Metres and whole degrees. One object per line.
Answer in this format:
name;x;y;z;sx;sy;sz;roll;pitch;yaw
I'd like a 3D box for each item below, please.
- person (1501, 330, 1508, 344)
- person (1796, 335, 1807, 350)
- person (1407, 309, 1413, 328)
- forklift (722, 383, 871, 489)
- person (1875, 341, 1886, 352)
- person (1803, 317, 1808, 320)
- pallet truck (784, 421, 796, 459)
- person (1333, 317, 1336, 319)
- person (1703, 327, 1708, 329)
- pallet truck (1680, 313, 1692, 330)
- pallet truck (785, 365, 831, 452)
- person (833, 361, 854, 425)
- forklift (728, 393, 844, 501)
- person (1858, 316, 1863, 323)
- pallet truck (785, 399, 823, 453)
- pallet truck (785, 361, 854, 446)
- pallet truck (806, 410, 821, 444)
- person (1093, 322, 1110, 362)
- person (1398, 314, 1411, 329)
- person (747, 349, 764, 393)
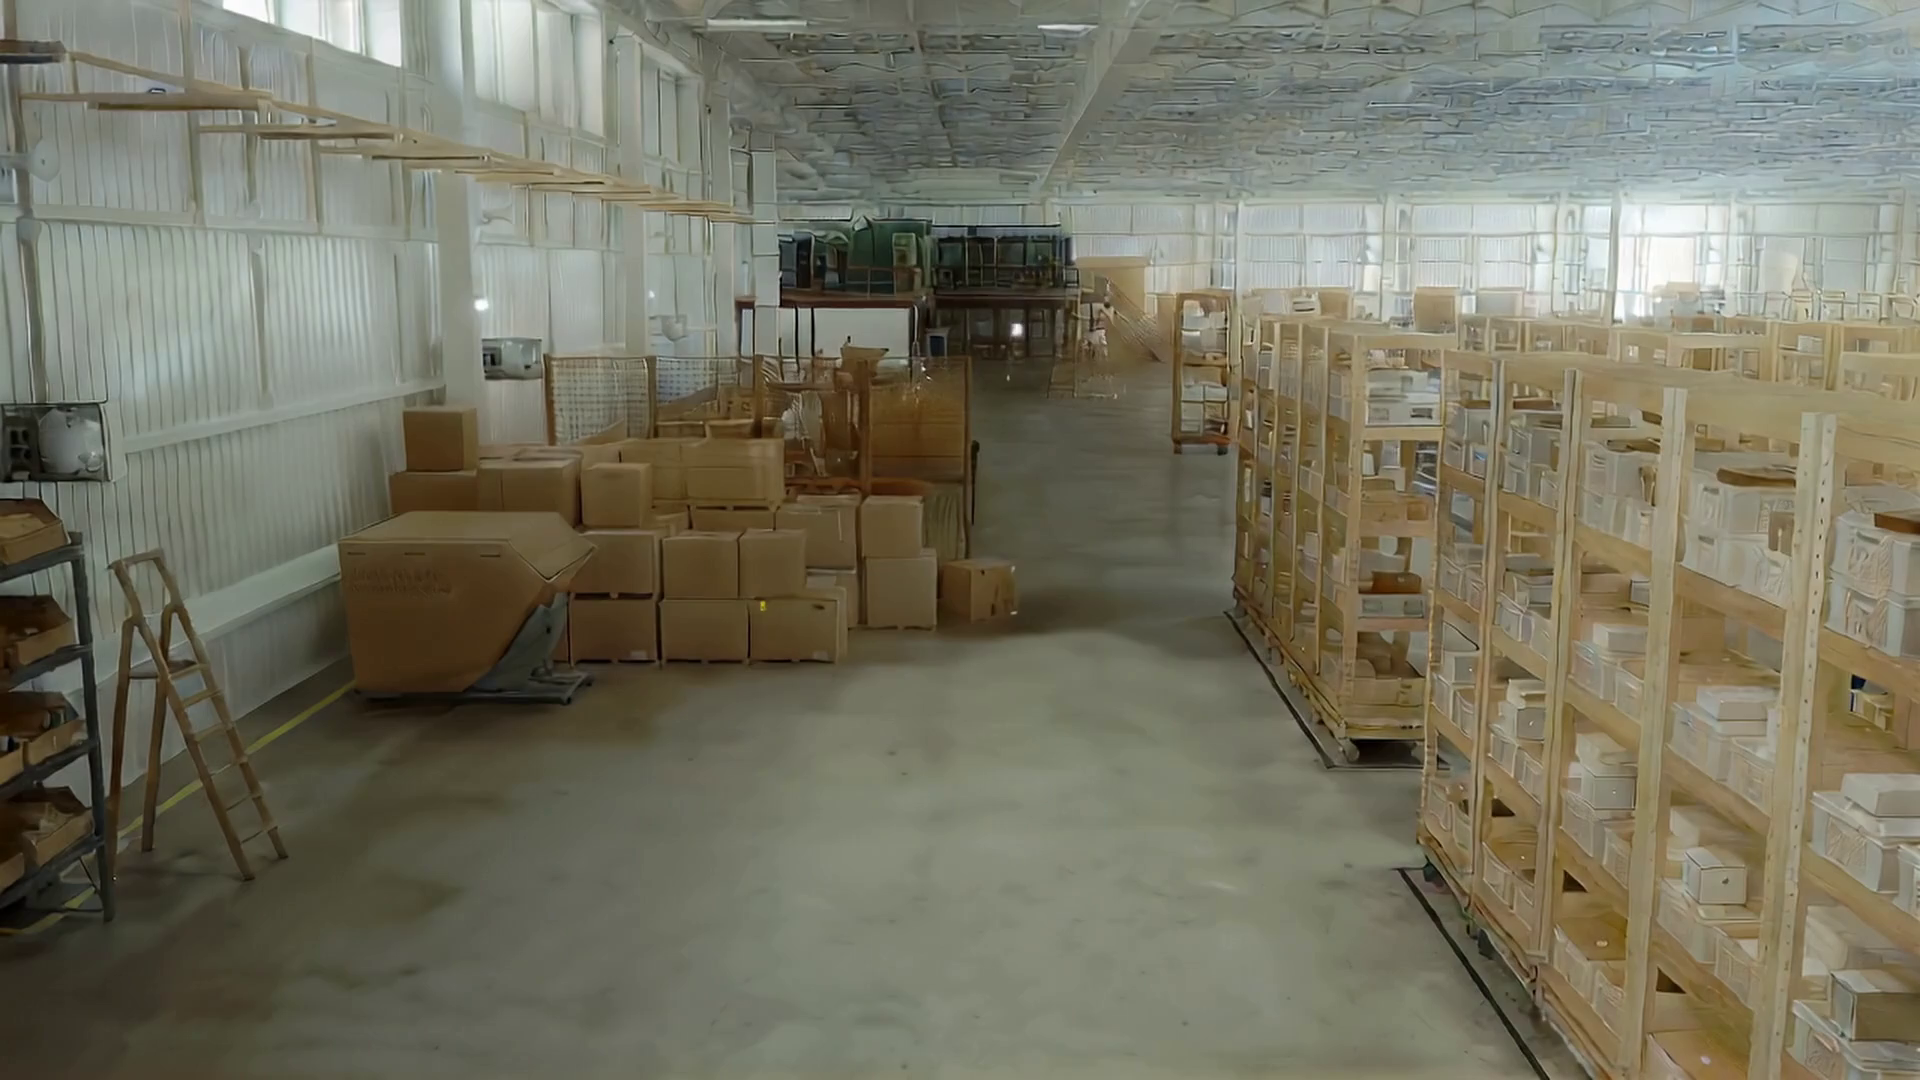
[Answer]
person;21.672;-7.593;66.621;0.915;1.829;0.559;-2;9;-9
person;30.741;-6.683;60.918;0.329;1.865;0.510;-2;9;-11
person;25.589;-12.175;94.638;0.398;1.918;0.590;6;11;31
forklift;-2.893;-1.687;28.729;2.680;1.987;1.157;0;9;-1
person;32.371;-6.320;58.474;0.553;1.923;0.623;7;12;38
person;40.173;-9.662;79.188;0.591;1.907;0.713;6;11;32
pallet truck;-4.013;-1.793;32.705;1.601;1.201;0.680;0;9;1
person;17.552;-9.533;78.396;0.644;1.885;1.017;8;12;40
person;33.578;-8.990;75.313;0.903;1.804;0.511;5;10;26
pallet truck;36.315;-10.531;84.244;0.823;1.965;1.885;-6;11;-33
pallet truck;-3.774;-2.976;37.635;1.885;1.965;0.823;1;9;5
person;-2.919;-3.493;41.223;0.653;1.879;0.888;-5;10;-28
forklift;-2.979;-1.316;26.476;2.680;1.987;1.157;0;9;1
person;48.602;-11.296;90.038;0.908;1.651;0.529;-6;11;-32
pallet truck;-3.814;-2.432;36.419;1.630;1.274;0.653;0;9;1
pallet truck;-3.410;-3.193;38.978;1.885;1.965;0.823;0;9;-1
pallet truck;-3.559;-2.018;33.905;1.522;1.261;0.704;0;9;-1
person;6.364;-8.858;74.349;0.683;1.863;0.609;-1;9;-9
person;23.136;-10.830;86.564;0.636;1.842;0.429;3;10;20
person;-5.442;-4.041;44.121;0.417;2.036;0.601;5;11;30
